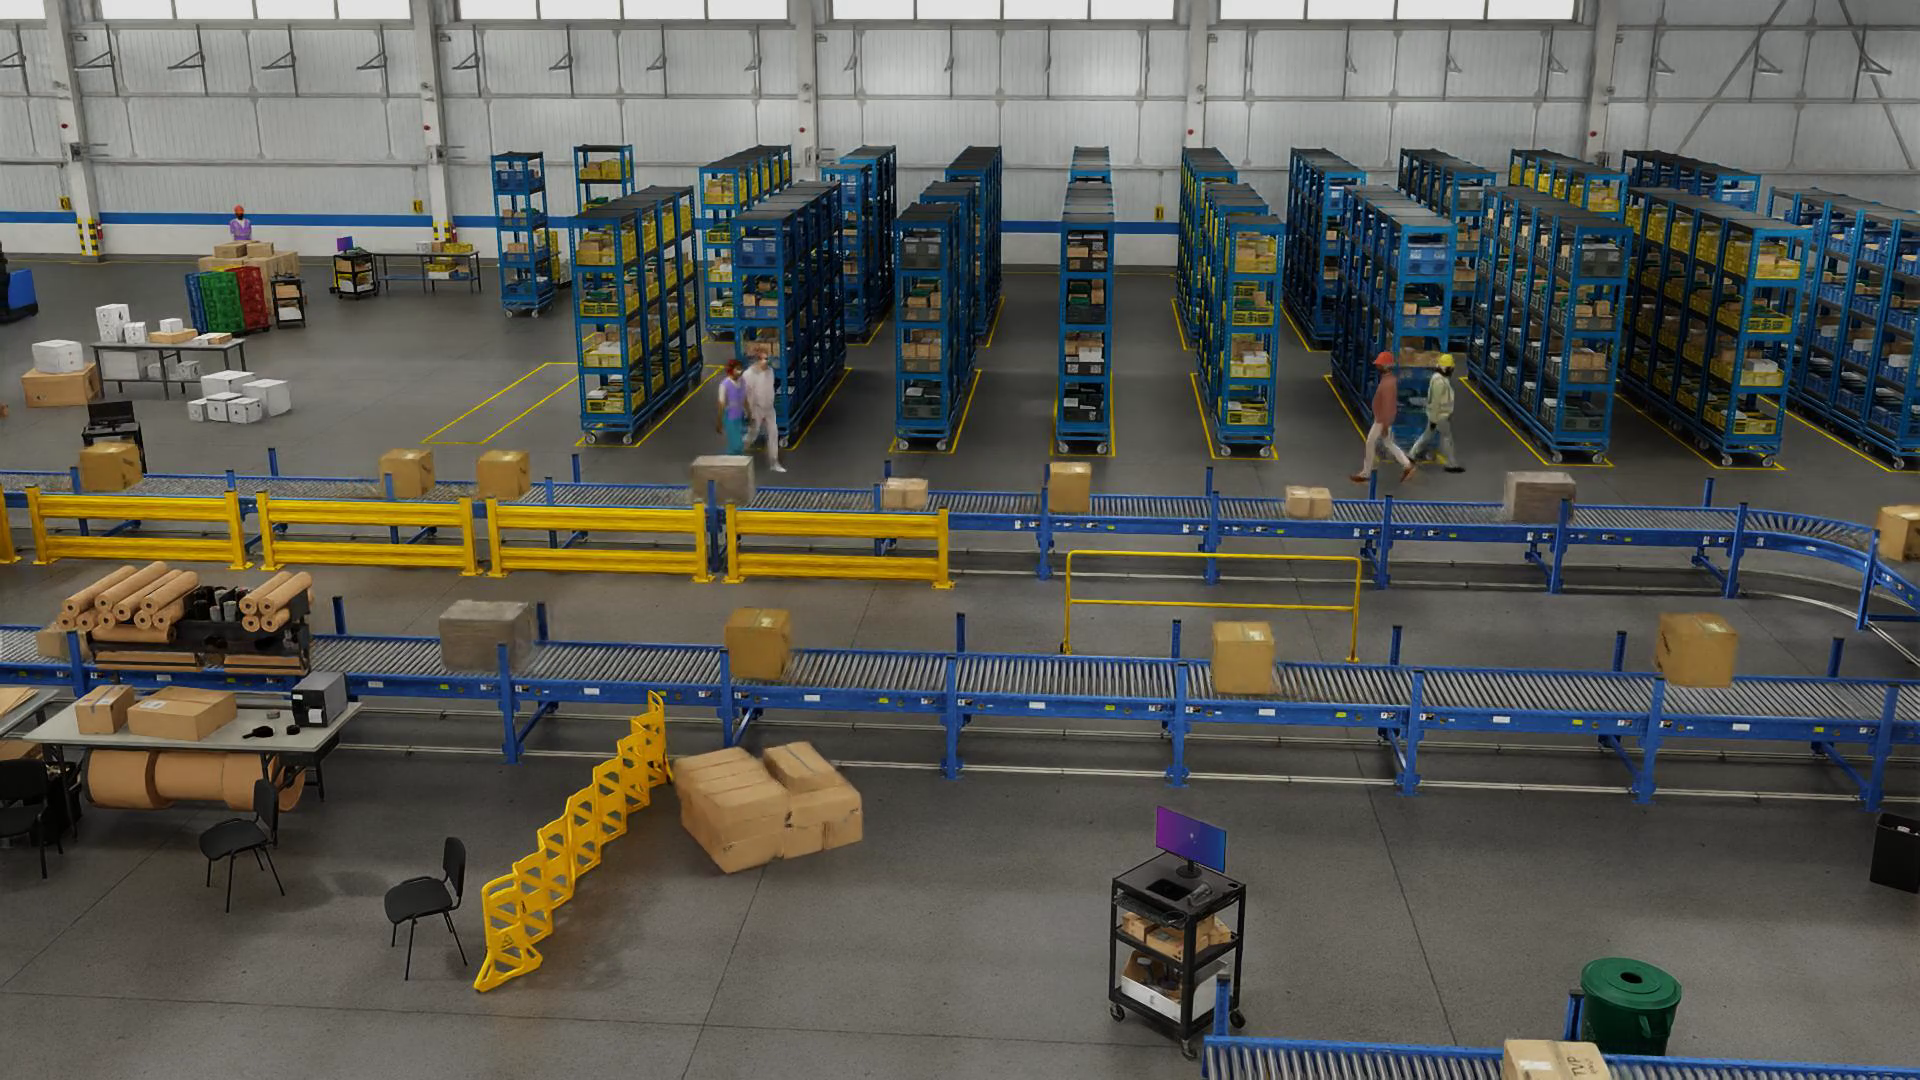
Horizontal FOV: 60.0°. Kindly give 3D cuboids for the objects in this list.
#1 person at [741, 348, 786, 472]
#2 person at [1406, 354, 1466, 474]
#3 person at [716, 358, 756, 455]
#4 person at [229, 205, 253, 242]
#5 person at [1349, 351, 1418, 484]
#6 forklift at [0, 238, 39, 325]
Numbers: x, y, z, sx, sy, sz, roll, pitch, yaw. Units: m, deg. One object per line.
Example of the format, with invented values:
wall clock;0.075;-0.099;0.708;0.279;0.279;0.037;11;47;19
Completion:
person;-3.019;-1.949;24.701;0.874;1.872;0.662;13;22;35
person;7.053;-1.887;24.623;0.900;1.798;0.594;4;18;12
person;-3.248;-1.735;24.087;0.543;1.822;0.602;6;19;20
person;-18.210;-7.523;42.260;0.360;1.938;0.546;15;23;40
person;6.147;-1.751;23.891;0.897;1.969;0.623;6;18;18
forklift;-21.449;-6.190;36.485;1.129;2.768;1.873;1;18;4
